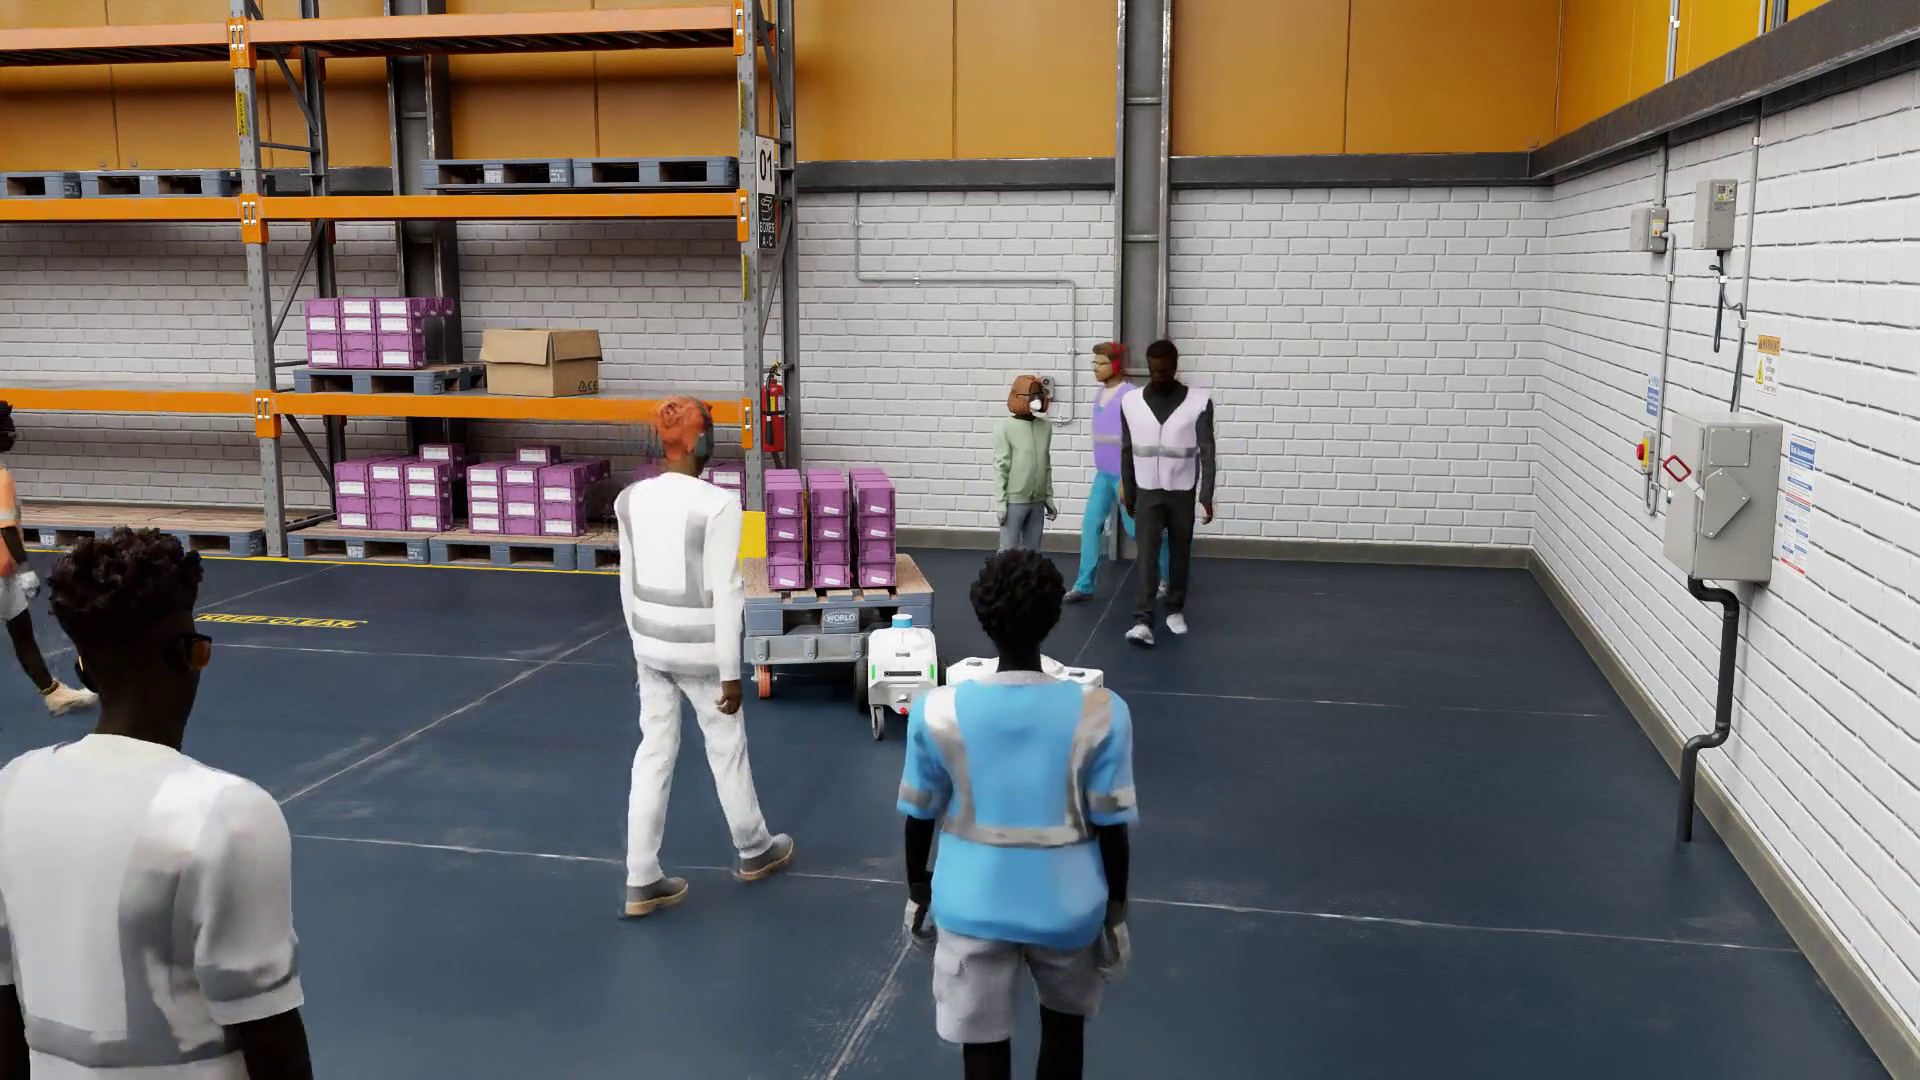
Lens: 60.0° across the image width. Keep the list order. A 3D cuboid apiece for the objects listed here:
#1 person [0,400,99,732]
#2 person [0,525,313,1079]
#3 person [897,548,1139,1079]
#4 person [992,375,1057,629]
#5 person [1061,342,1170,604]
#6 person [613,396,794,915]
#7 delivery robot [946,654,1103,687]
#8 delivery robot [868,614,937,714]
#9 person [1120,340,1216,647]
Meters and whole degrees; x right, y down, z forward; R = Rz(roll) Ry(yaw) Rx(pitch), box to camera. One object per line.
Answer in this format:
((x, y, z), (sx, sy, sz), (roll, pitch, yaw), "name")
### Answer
((-4.703, 0.132, 8.248), (0.818, 1.655, 0.550), (-8, 12, -39), "person")
((-1.308, 0.952, 2.551), (0.602, 1.924, 0.903), (5, 11, 26), "person")
((0.133, 0.840, 3.912), (0.552, 1.668, 0.699), (0, 9, 2), "person")
((0.410, -0.224, 10.477), (0.499, 1.634, 0.279), (-9, 13, -42), "person")
((1.136, -0.456, 11.385), (0.935, 1.802, 0.599), (-3, 10, -19), "person")
((-0.969, 0.399, 6.073), (0.603, 1.851, 0.813), (5, 11, 30), "person")
((0.306, 0.708, 7.828), (0.707, 0.478, 0.477), (4, 10, 23), "delivery robot")
((-0.289, 0.618, 8.367), (0.477, 0.478, 0.707), (0, 9, -2), "delivery robot")
((1.263, -0.284, 10.157), (0.623, 1.853, 1.005), (3, 10, 16), "person")
